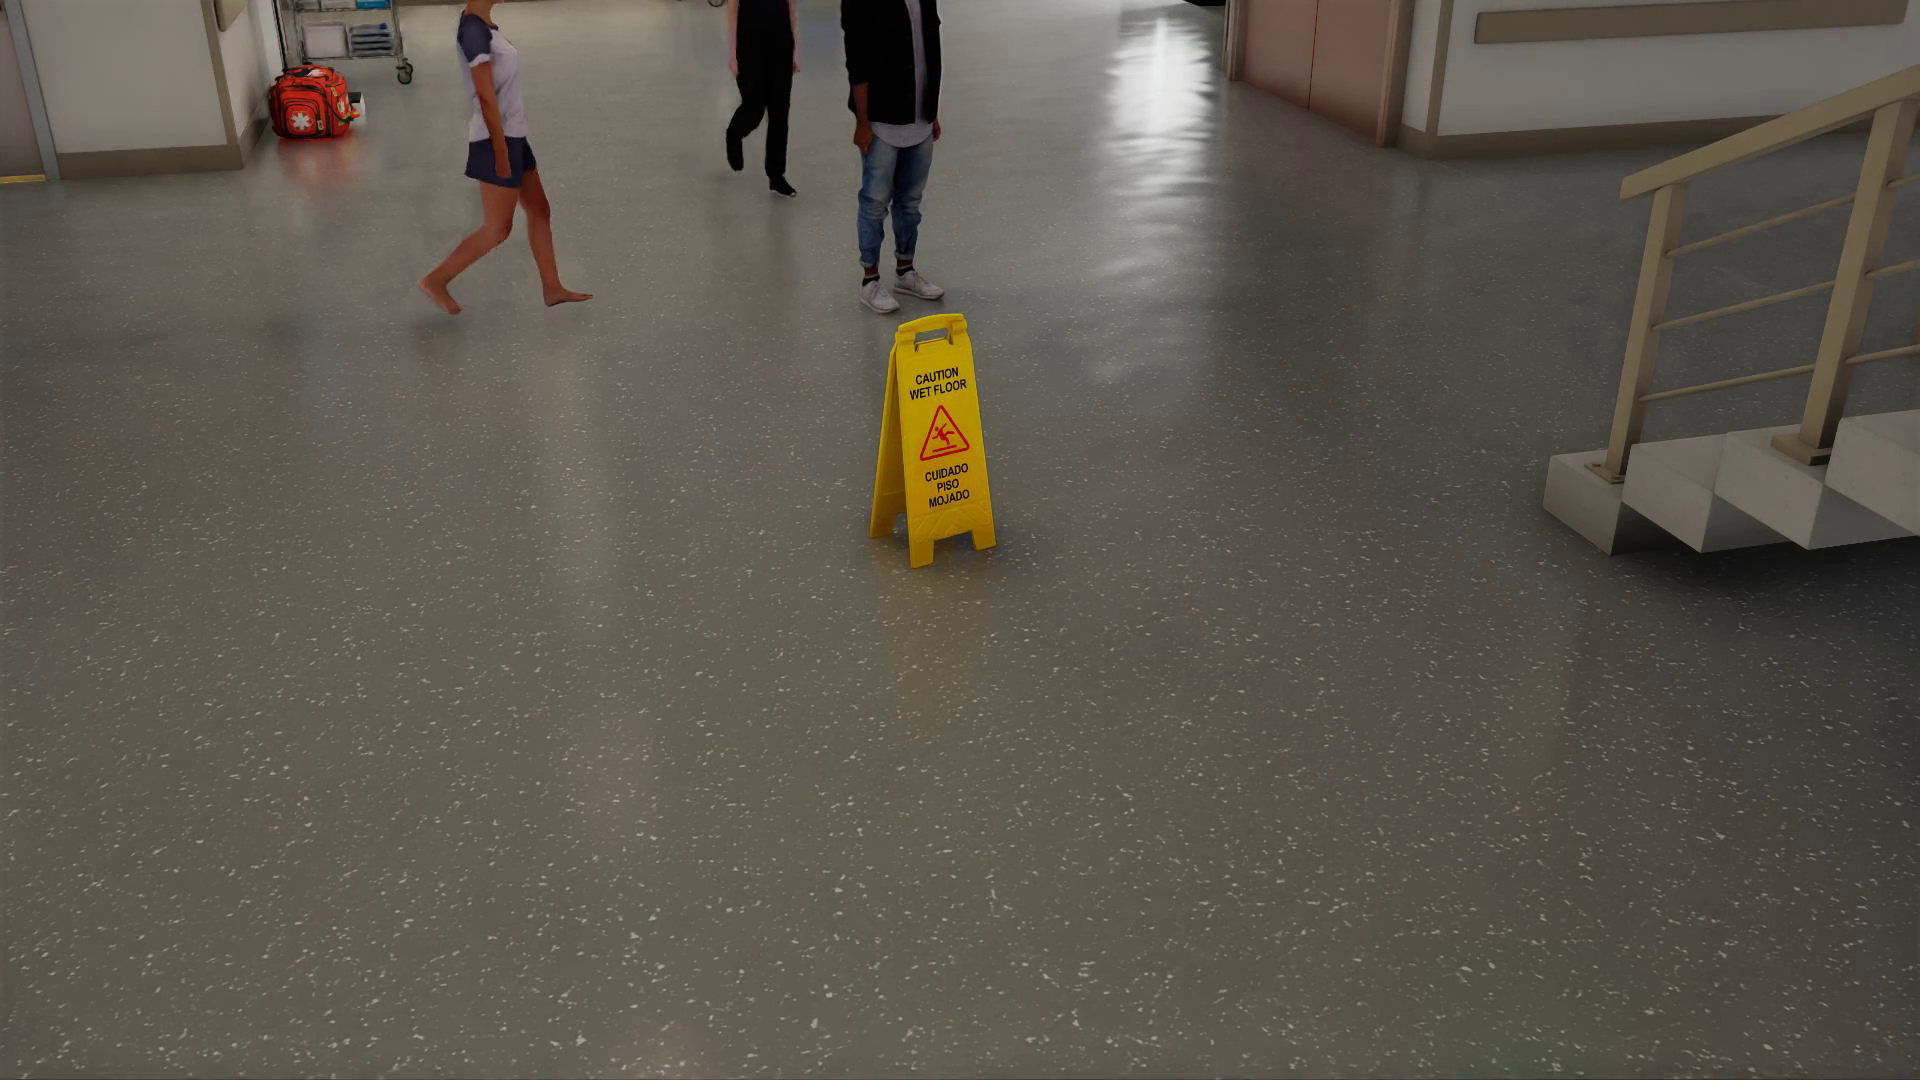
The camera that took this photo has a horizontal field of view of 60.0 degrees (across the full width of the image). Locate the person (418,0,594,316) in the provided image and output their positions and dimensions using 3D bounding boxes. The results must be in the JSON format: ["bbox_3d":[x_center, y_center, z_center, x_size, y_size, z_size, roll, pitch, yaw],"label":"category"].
[{"bbox_3d":[-2.124,-1.755,7.389,0.647,1.597,0.921,-6,26,-12],"label":"person"}]

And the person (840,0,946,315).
[{"bbox_3d":[-0.310,-1.983,7.612,0.787,1.814,0.786,23,34,39],"label":"person"}]

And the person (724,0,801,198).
[{"bbox_3d":[-1.167,-2.847,9.495,0.773,1.736,0.962,-17,31,-32],"label":"person"}]
